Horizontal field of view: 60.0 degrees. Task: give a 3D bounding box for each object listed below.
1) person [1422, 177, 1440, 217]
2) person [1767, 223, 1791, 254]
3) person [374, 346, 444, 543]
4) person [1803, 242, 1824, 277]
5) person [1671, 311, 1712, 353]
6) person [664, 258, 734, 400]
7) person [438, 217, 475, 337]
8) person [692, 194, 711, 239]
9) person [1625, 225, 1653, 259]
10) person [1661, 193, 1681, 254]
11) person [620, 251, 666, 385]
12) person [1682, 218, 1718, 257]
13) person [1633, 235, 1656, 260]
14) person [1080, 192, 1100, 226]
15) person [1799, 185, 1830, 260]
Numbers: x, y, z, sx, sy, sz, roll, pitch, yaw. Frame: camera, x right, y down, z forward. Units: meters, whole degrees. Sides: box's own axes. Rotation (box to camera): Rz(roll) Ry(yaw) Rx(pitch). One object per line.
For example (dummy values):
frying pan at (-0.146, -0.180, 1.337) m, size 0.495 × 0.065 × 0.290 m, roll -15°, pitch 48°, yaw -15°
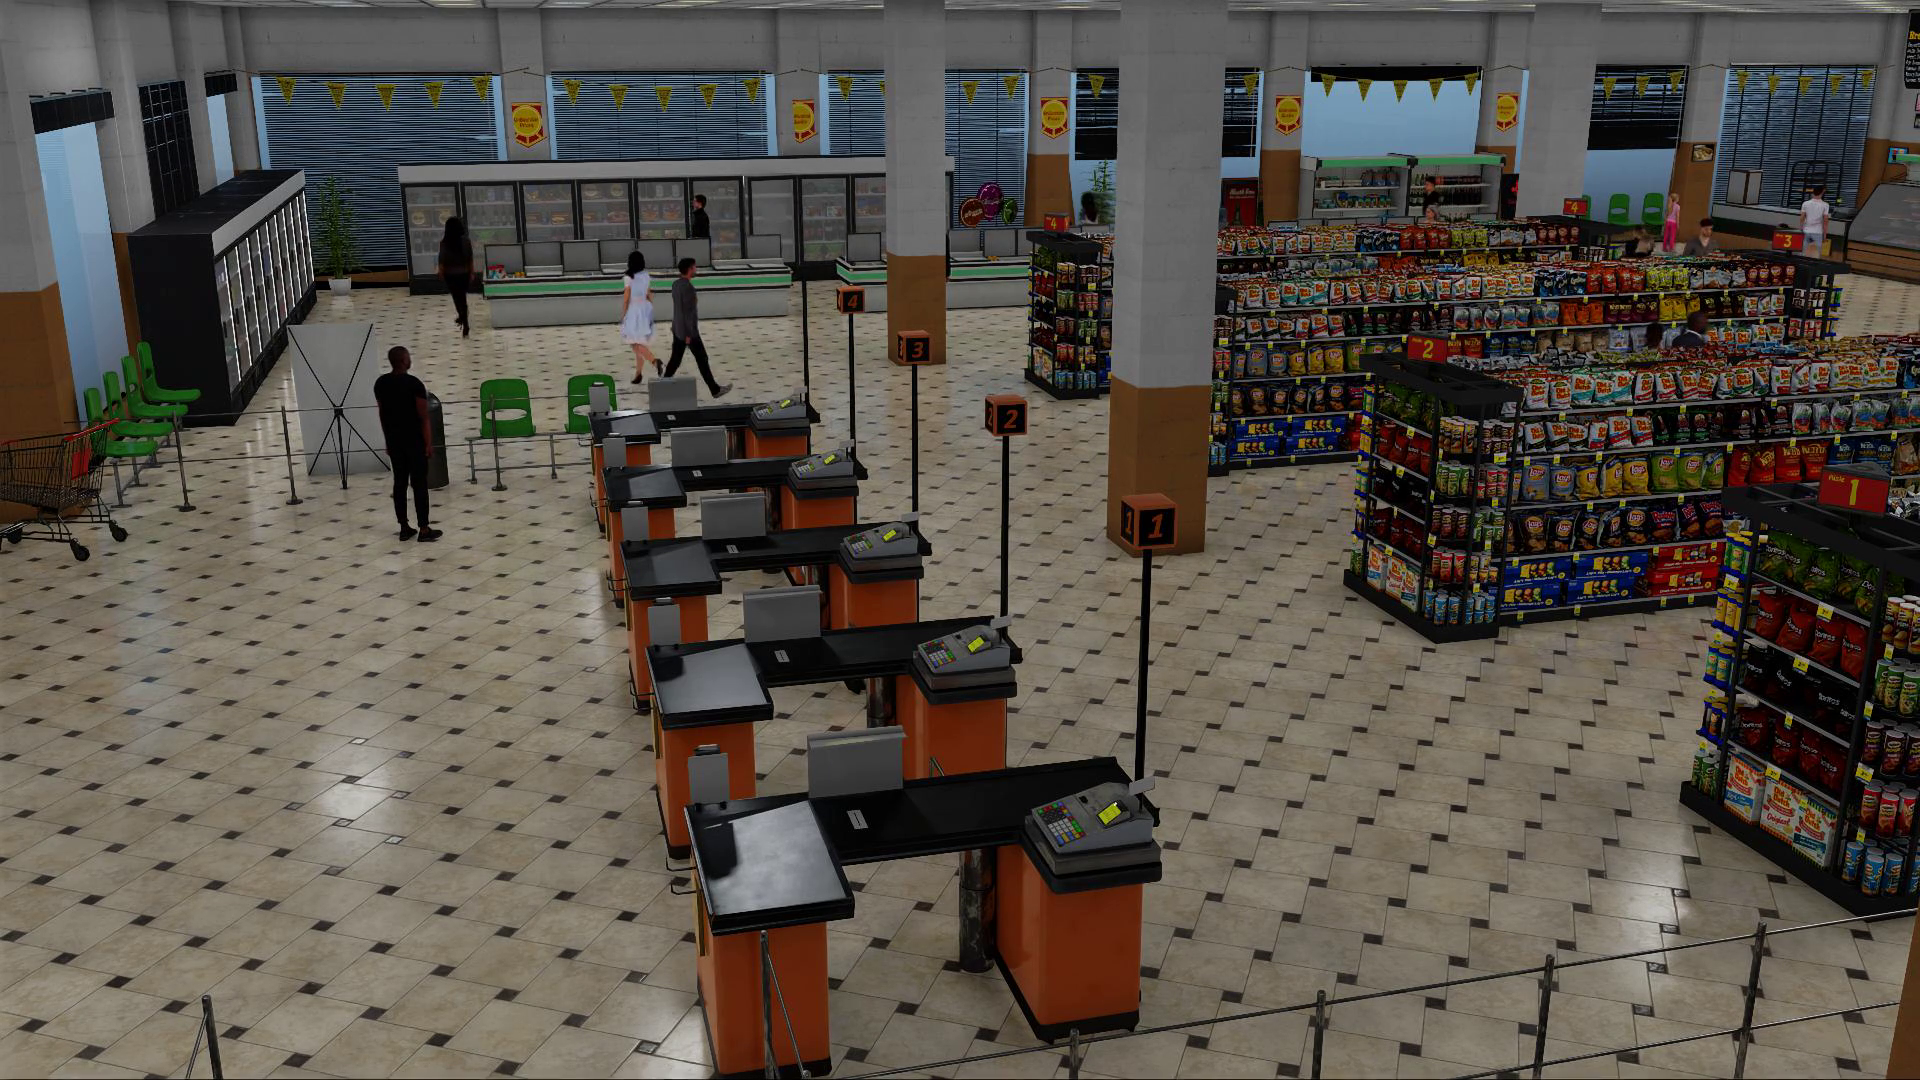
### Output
person at (9.405, -6.259, 33.022) m, size 1.195 × 1.830 × 0.732 m, roll -6°, pitch 18°, yaw -19°
person at (12.886, -4.109, 26.161) m, size 1.008 × 1.702 × 0.770 m, roll -9°, pitch 19°, yaw -27°
person at (-5.113, -0.890, 15.358) m, size 0.691 × 1.819 × 0.811 m, roll 5°, pitch 18°, yaw 15°
person at (11.880, -3.298, 23.484) m, size 1.095 × 1.706 × 1.079 m, roll 7°, pitch 18°, yaw 23°
person at (7.529, -1.469, 17.258) m, size 0.660 × 1.824 × 0.723 m, roll -2°, pitch 17°, yaw -6°
person at (-3.532, -2.595, 20.982) m, size 1.287 × 1.815 × 1.003 m, roll -12°, pitch 21°, yaw -35°
person at (-7.732, -4.028, 25.736) m, size 1.183 × 1.794 × 1.010 m, roll -13°, pitch 21°, yaw -36°
person at (-4.505, -5.206, 29.575) m, size 1.092 × 1.818 × 0.801 m, roll -3°, pitch 17°, yaw -9°
person at (10.659, -4.133, 26.334) m, size 0.835 × 1.648 × 0.765 m, roll -16°, pitch 23°, yaw -42°
person at (15.376, -6.852, 35.937) m, size 0.555 × 1.271 × 0.540 m, roll -9°, pitch 19°, yaw -28°
person at (-4.189, -2.882, 21.965) m, size 1.047 × 1.793 × 1.076 m, roll 15°, pitch 23°, yaw 41°
person at (11.190, -3.978, 25.469) m, size 1.114 × 1.854 × 0.780 m, roll -4°, pitch 17°, yaw -12°
person at (10.084, -3.731, 24.968) m, size 0.802 × 1.672 × 0.721 m, roll 12°, pitch 21°, yaw 34°
person at (2.485, -5.688, 31.405) m, size 1.070 × 1.677 × 0.882 m, roll -11°, pitch 20°, yaw -31°
person at (16.035, -5.745, 31.293) m, size 0.722 × 1.851 × 0.744 m, roll 13°, pitch 21°, yaw 37°
